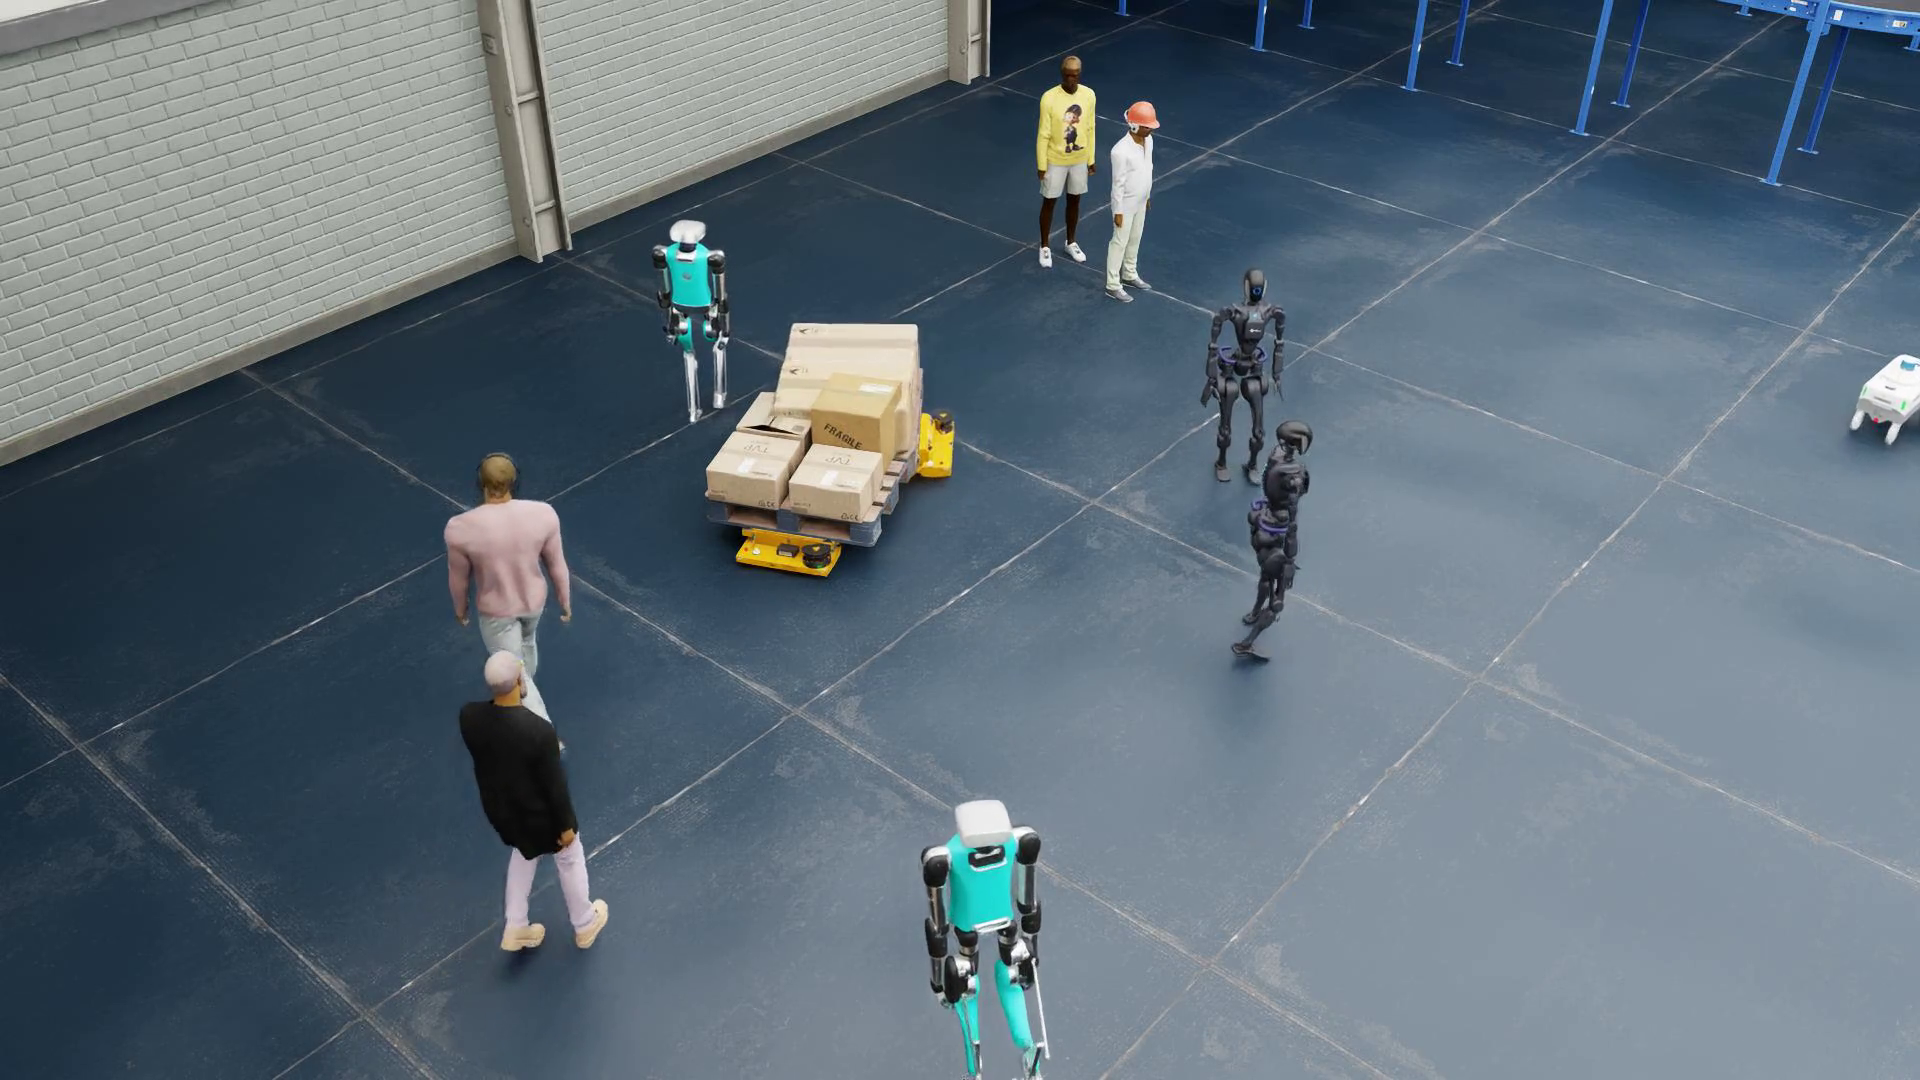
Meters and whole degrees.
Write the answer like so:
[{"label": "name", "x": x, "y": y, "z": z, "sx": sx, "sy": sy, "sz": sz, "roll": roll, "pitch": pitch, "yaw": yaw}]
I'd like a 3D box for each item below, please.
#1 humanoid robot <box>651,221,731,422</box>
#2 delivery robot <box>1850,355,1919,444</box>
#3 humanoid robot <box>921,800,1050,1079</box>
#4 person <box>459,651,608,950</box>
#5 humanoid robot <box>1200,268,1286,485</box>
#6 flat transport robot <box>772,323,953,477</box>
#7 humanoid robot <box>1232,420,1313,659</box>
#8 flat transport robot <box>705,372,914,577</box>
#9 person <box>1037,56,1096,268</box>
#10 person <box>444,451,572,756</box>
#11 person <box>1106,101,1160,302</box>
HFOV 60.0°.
[{"label": "humanoid robot", "x": -1.926, "y": -1.677, "z": 12.479, "sx": 0.550, "sy": 1.758, "sz": 0.832, "roll": 3, "pitch": 36, "yaw": 5}, {"label": "delivery robot", "x": 7.165, "y": -1.123, "z": 12.708, "sx": 0.767, "sy": 0.583, "sz": 0.499, "roll": -29, "pitch": 45, "yaw": -34}, {"label": "humanoid robot", "x": 0.173, "y": 2.052, "z": 7.331, "sx": 0.536, "sy": 1.879, "sz": 0.794, "roll": -12, "pitch": 37, "yaw": -16}, {"label": "person", "x": -2.135, "y": 1.319, "z": 8.184, "sx": 0.553, "sy": 1.830, "sz": 0.552, "roll": 10, "pitch": 37, "yaw": 14}, {"label": "humanoid robot", "x": 2.005, "y": -1.152, "z": 11.785, "sx": 0.596, "sy": 1.649, "sz": 0.346, "roll": -5, "pitch": 36, "yaw": -7}, {"label": "flat transport robot", "x": -0.772, "y": -0.726, "z": 12.407, "sx": 1.431, "sy": 0.231, "sz": 0.659, "roll": 1, "pitch": 35, "yaw": 1}, {"label": "humanoid robot", "x": 1.905, "y": -0.032, "z": 10.224, "sx": 0.403, "sy": 1.638, "sz": 0.590, "roll": -3, "pitch": 36, "yaw": -4}, {"label": "flat transport robot", "x": -1.020, "y": -0.256, "z": 11.747, "sx": 0.659, "sy": 0.231, "sz": 1.431, "roll": 9, "pitch": 36, "yaw": 12}, {"label": "person", "x": 0.937, "y": -3.349, "z": 14.686, "sx": 0.544, "sy": 1.898, "sz": 0.374, "roll": -10, "pitch": 37, "yaw": -14}, {"label": "person", "x": -2.522, "y": 0.378, "z": 9.462, "sx": 0.643, "sy": 1.889, "sz": 0.913, "roll": -20, "pitch": 40, "yaw": -26}, {"label": "person", "x": 1.484, "y": -2.891, "z": 14.175, "sx": 0.347, "sy": 1.743, "sz": 0.561, "roll": 23, "pitch": 41, "yaw": 29}]
